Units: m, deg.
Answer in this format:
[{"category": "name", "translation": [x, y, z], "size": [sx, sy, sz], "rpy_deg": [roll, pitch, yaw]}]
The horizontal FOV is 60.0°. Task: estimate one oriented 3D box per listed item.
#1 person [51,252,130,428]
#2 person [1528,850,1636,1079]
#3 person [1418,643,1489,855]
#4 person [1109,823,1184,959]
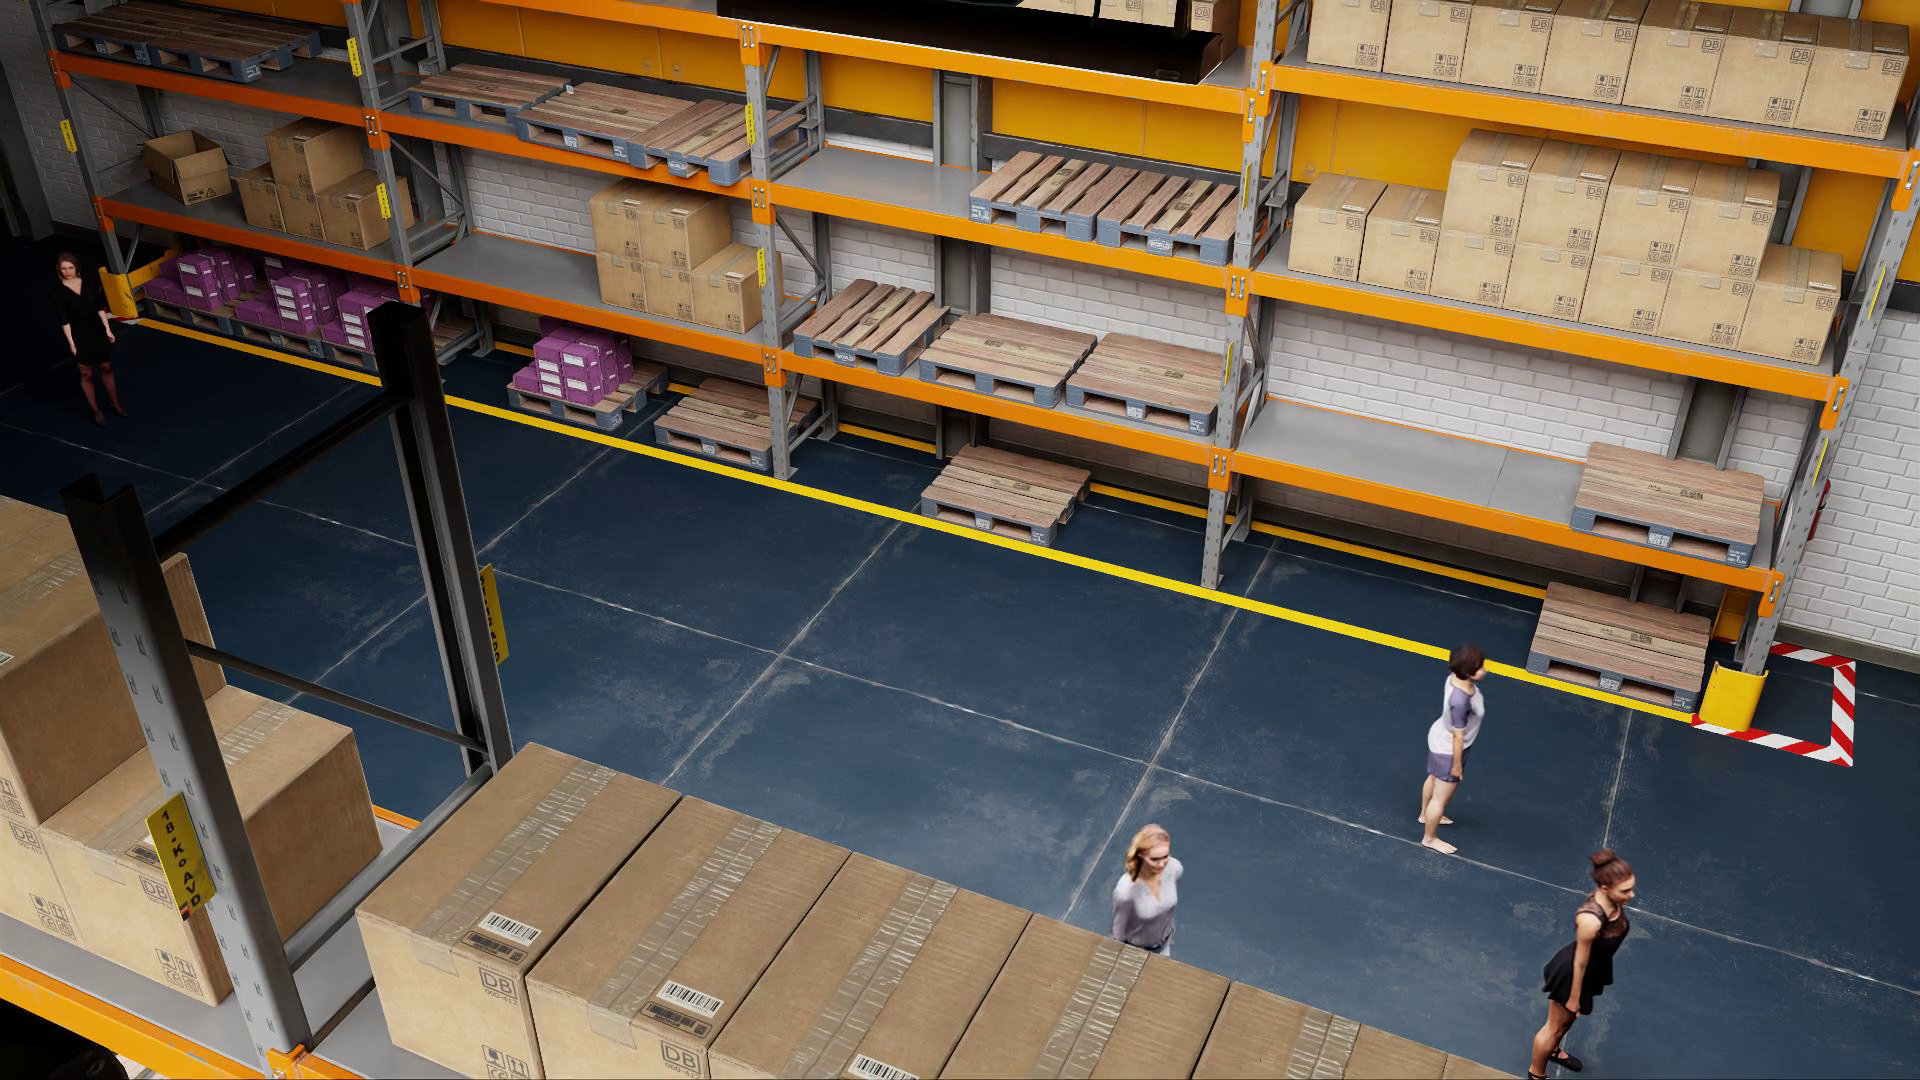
[{"category": "person", "translation": [-8.056, -1.870, 15.358], "size": [0.583, 1.703, 0.635], "rpy_deg": [24, 40, 31]}, {"category": "person", "translation": [3.391, 2.340, 9.050], "size": [0.634, 1.675, 0.635], "rpy_deg": [25, 41, 32]}, {"category": "person", "translation": [3.162, 1.307, 10.703], "size": [0.600, 1.566, 0.616], "rpy_deg": [5, 34, 8]}, {"category": "person", "translation": [0.953, 2.207, 9.158], "size": [0.938, 1.776, 1.071], "rpy_deg": [-18, 38, -25]}]
